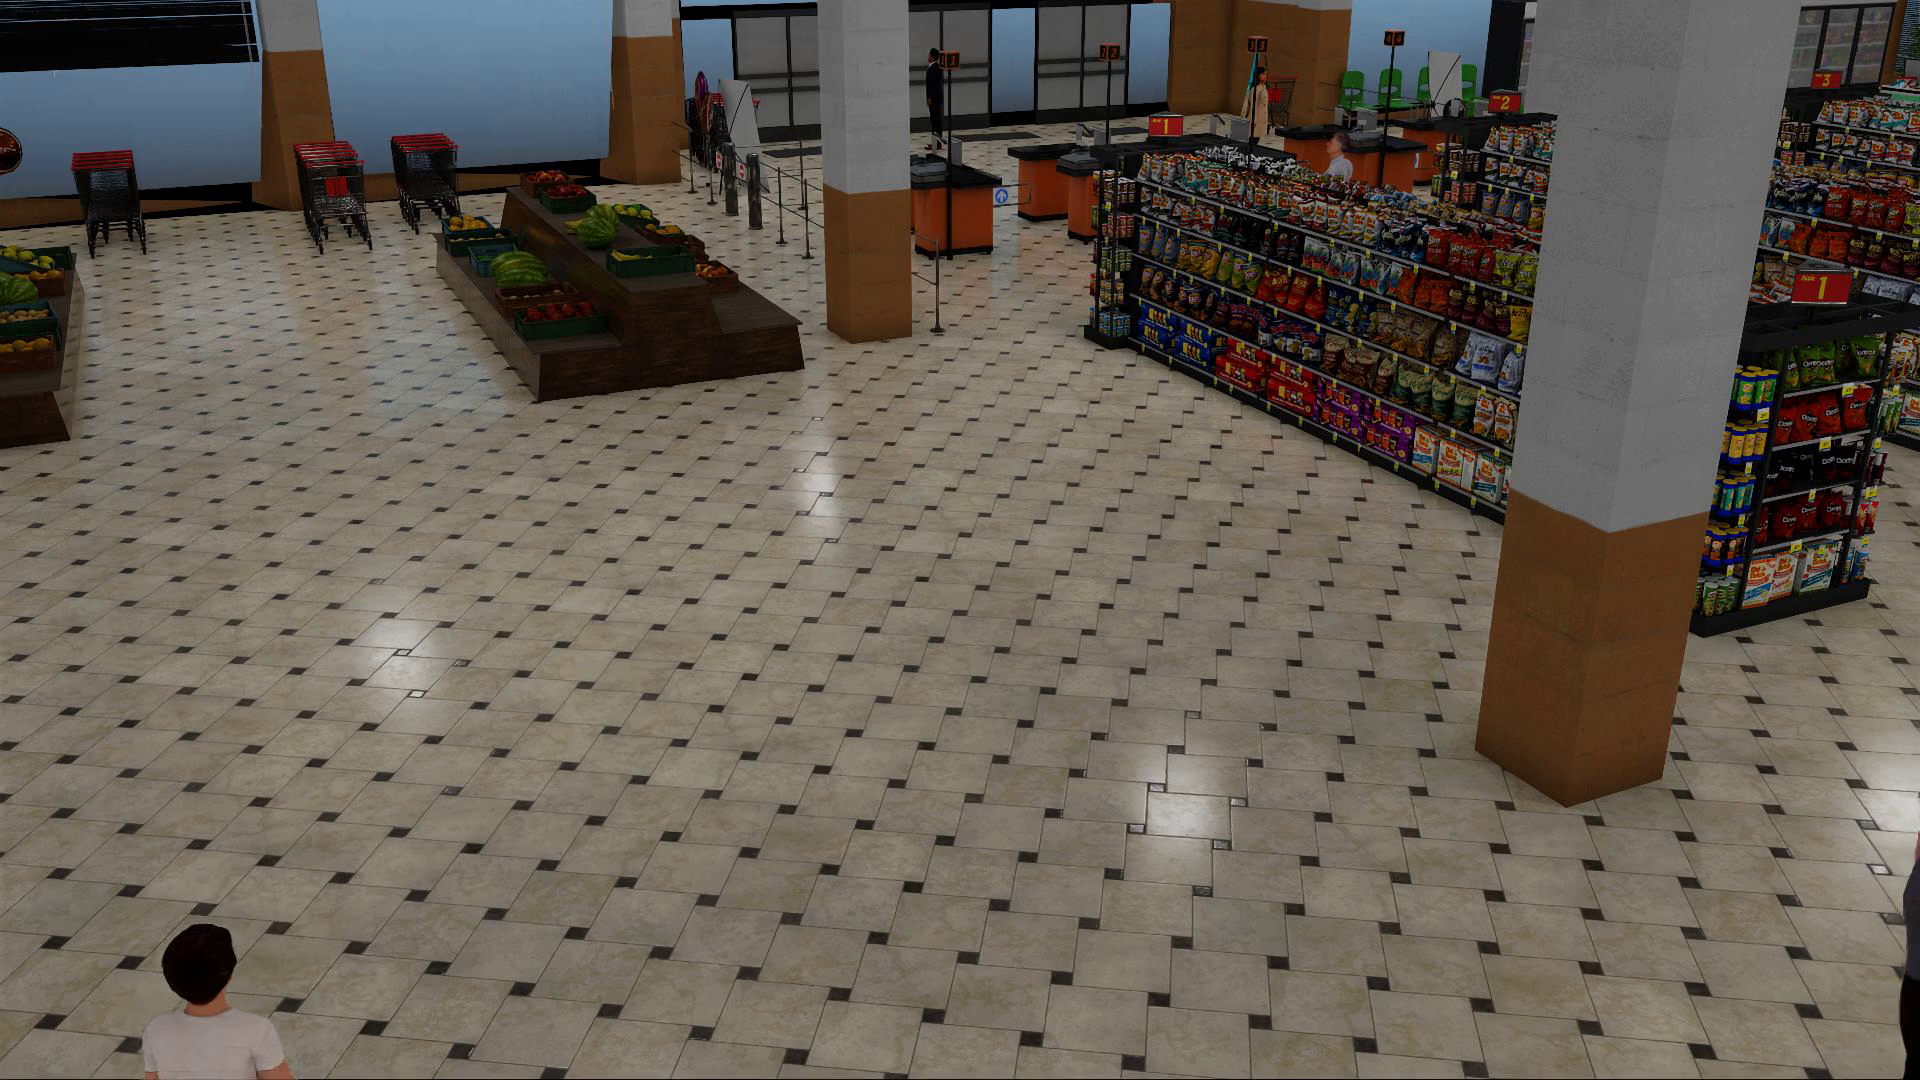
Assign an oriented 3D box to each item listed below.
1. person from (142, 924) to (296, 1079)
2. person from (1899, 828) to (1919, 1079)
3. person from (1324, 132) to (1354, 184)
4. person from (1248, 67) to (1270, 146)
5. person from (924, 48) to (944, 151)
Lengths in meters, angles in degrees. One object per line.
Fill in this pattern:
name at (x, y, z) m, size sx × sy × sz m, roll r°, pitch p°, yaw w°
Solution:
person at (-2.278, 1.972, 5.131) m, size 0.774 × 1.640 × 0.899 m, roll -1°, pitch 22°, yaw -2°
person at (3.814, 1.445, 6.297) m, size 0.796 × 1.748 × 0.653 m, roll -18°, pitch 28°, yaw -37°
person at (4.320, -3.798, 19.252) m, size 0.761 × 1.818 × 0.743 m, roll 12°, pitch 25°, yaw 28°
person at (4.779, -6.761, 26.810) m, size 0.746 × 1.680 × 0.724 m, roll 11°, pitch 24°, yaw 26°
person at (-0.439, -7.732, 29.164) m, size 0.766 × 1.727 × 0.685 m, roll 6°, pitch 23°, yaw 14°
